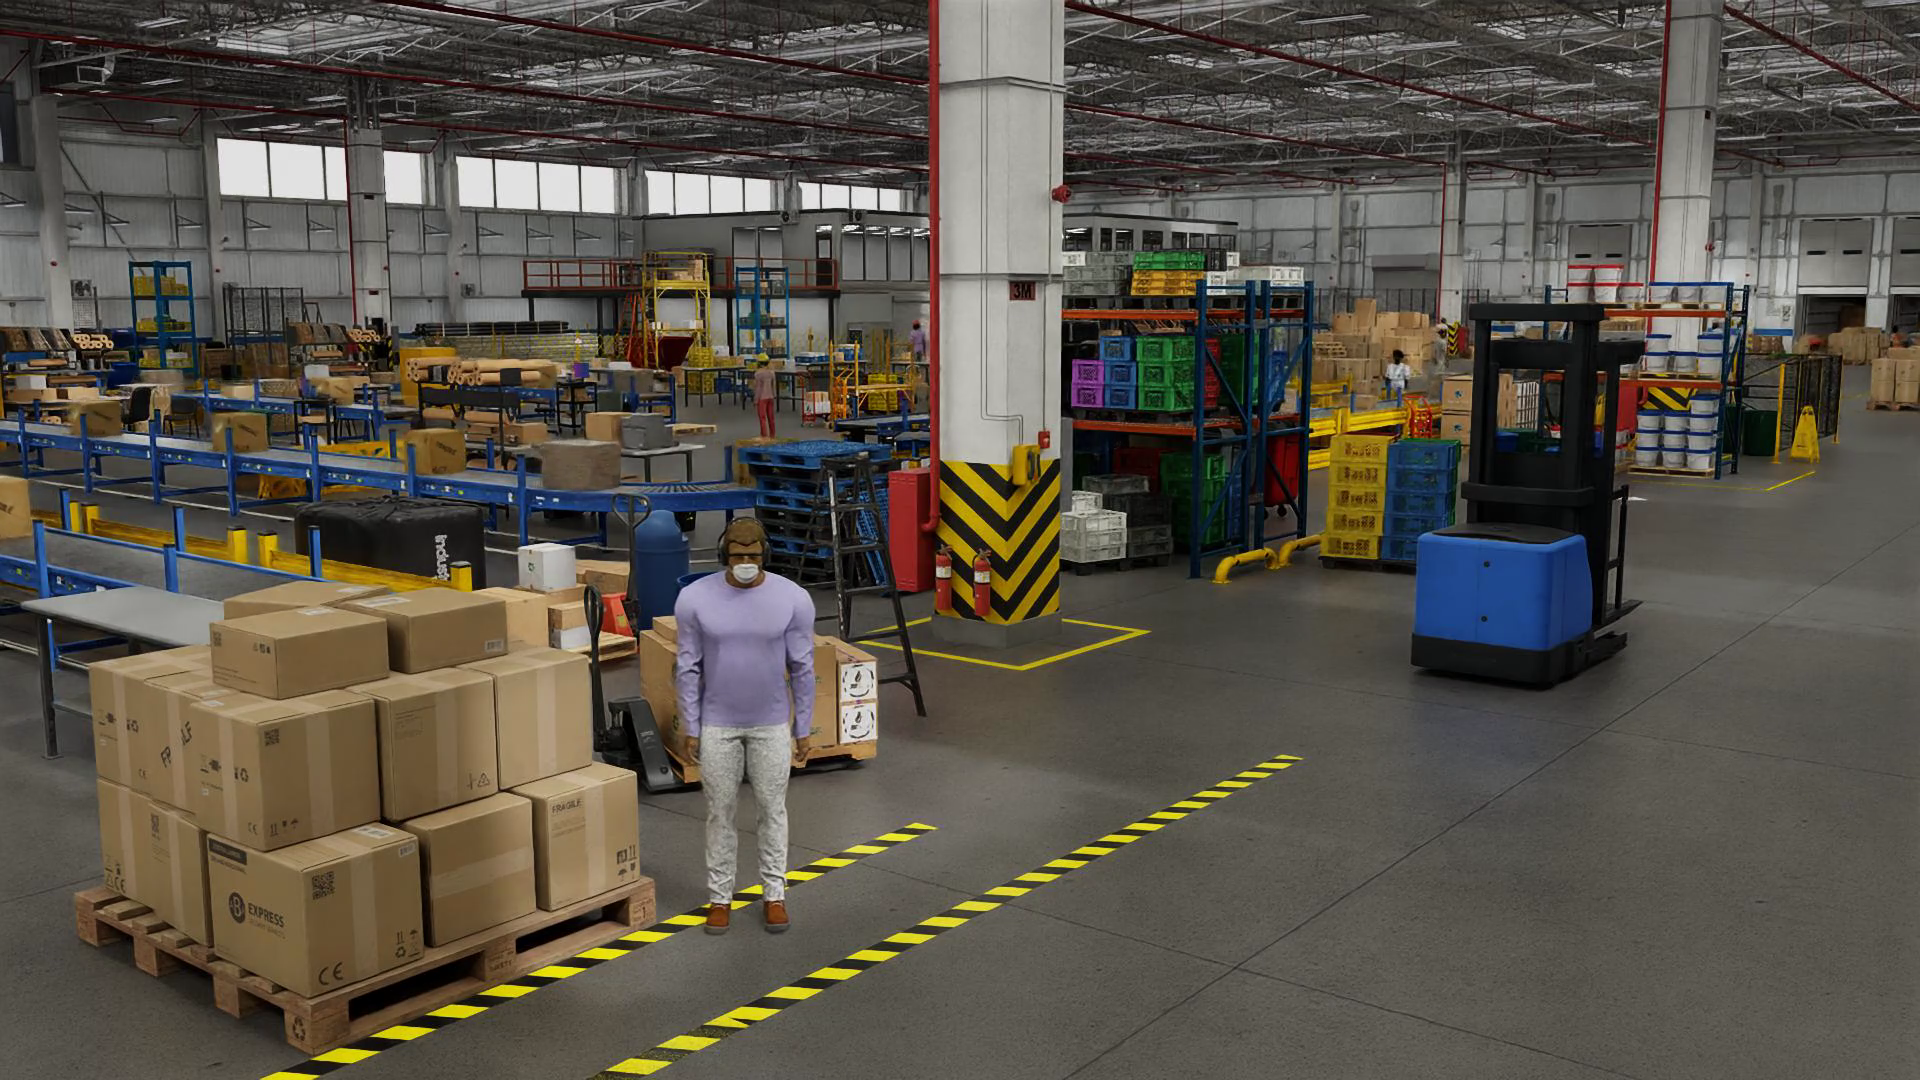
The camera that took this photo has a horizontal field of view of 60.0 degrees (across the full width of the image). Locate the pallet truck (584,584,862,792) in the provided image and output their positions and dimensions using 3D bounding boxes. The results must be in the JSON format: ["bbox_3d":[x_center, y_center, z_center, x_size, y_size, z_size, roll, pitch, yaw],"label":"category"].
[{"bbox_3d":[-1.426,0.805,10.019,1.601,1.201,0.680,-4,9,-26],"label":"pallet truck"}]

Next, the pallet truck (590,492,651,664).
[{"bbox_3d":[-3.115,0.344,12.883,0.653,1.274,1.630,7,11,37],"label":"pallet truck"}]

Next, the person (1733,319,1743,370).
[{"bbox_3d":[29.595,-7.426,63.202,0.618,1.909,0.464,-6,11,-37],"label":"person"}]

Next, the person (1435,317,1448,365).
[{"bbox_3d":[19.584,-8.088,67.624,0.373,1.932,0.627,-4,10,-28],"label":"person"}]

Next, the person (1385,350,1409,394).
[{"bbox_3d":[9.455,-3.286,36.028,0.551,1.685,0.393,8,11,42],"label":"person"}]

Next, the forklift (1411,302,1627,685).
[{"bbox_3d":[4.379,-0.438,12.852,1.129,2.768,1.873,7,11,37],"label":"forklift"}]

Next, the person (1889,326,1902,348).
[{"bbox_3d":[35.484,-7.305,63.248,0.542,1.655,0.868,-2,9,-11],"label":"person"}]

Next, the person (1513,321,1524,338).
[{"bbox_3d":[26.569,-9.765,79.057,0.556,1.896,0.970,-6,10,-36],"label":"person"}]

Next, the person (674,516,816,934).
[{"bbox_3d":[-0.959,0.836,7.498,0.624,1.925,0.390,-1,8,-5],"label":"person"}]

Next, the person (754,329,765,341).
[{"bbox_3d":[-8.022,-7.880,66.532,0.959,1.842,0.584,6,11,36],"label":"person"}]

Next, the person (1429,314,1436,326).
[{"bbox_3d":[23.387,-10.253,82.271,0.865,1.920,0.620,8,12,44],"label":"person"}]

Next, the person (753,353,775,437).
[{"bbox_3d":[-3.724,-2.661,31.580,0.314,1.767,0.533,6,10,36],"label":"person"}]

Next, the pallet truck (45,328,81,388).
[{"bbox_3d":[-23.775,-4.544,43.495,1.885,1.965,0.823,6,10,35],"label":"pallet truck"}]

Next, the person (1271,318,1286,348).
[{"bbox_3d":[14.135,-8.942,73.714,0.659,1.827,0.450,2,9,16],"label":"person"}]

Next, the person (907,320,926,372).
[{"bbox_3d":[-1.509,-6.292,55.257,0.633,2.005,0.915,-5,10,-30],"label":"person"}]

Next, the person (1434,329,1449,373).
[{"bbox_3d":[14.313,-5.319,49.206,0.609,1.849,0.577,-1,9,-9],"label":"person"}]

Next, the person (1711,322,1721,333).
[{"bbox_3d":[28.669,-7.364,63.096,0.631,1.825,0.650,-7,11,-39],"label":"person"}]

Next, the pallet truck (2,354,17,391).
[{"bbox_3d":[-24.881,-4.417,42.634,1.885,1.965,0.823,8,11,41],"label":"pallet truck"}]

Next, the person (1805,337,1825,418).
[{"bbox_3d":[19.128,-3.574,37.193,0.573,1.923,0.535,-5,10,-32],"label":"person"}]

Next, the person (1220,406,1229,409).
[{"bbox_3d":[4.852,-2.411,29.689,0.617,1.821,0.426,7,11,38],"label":"person"}]
